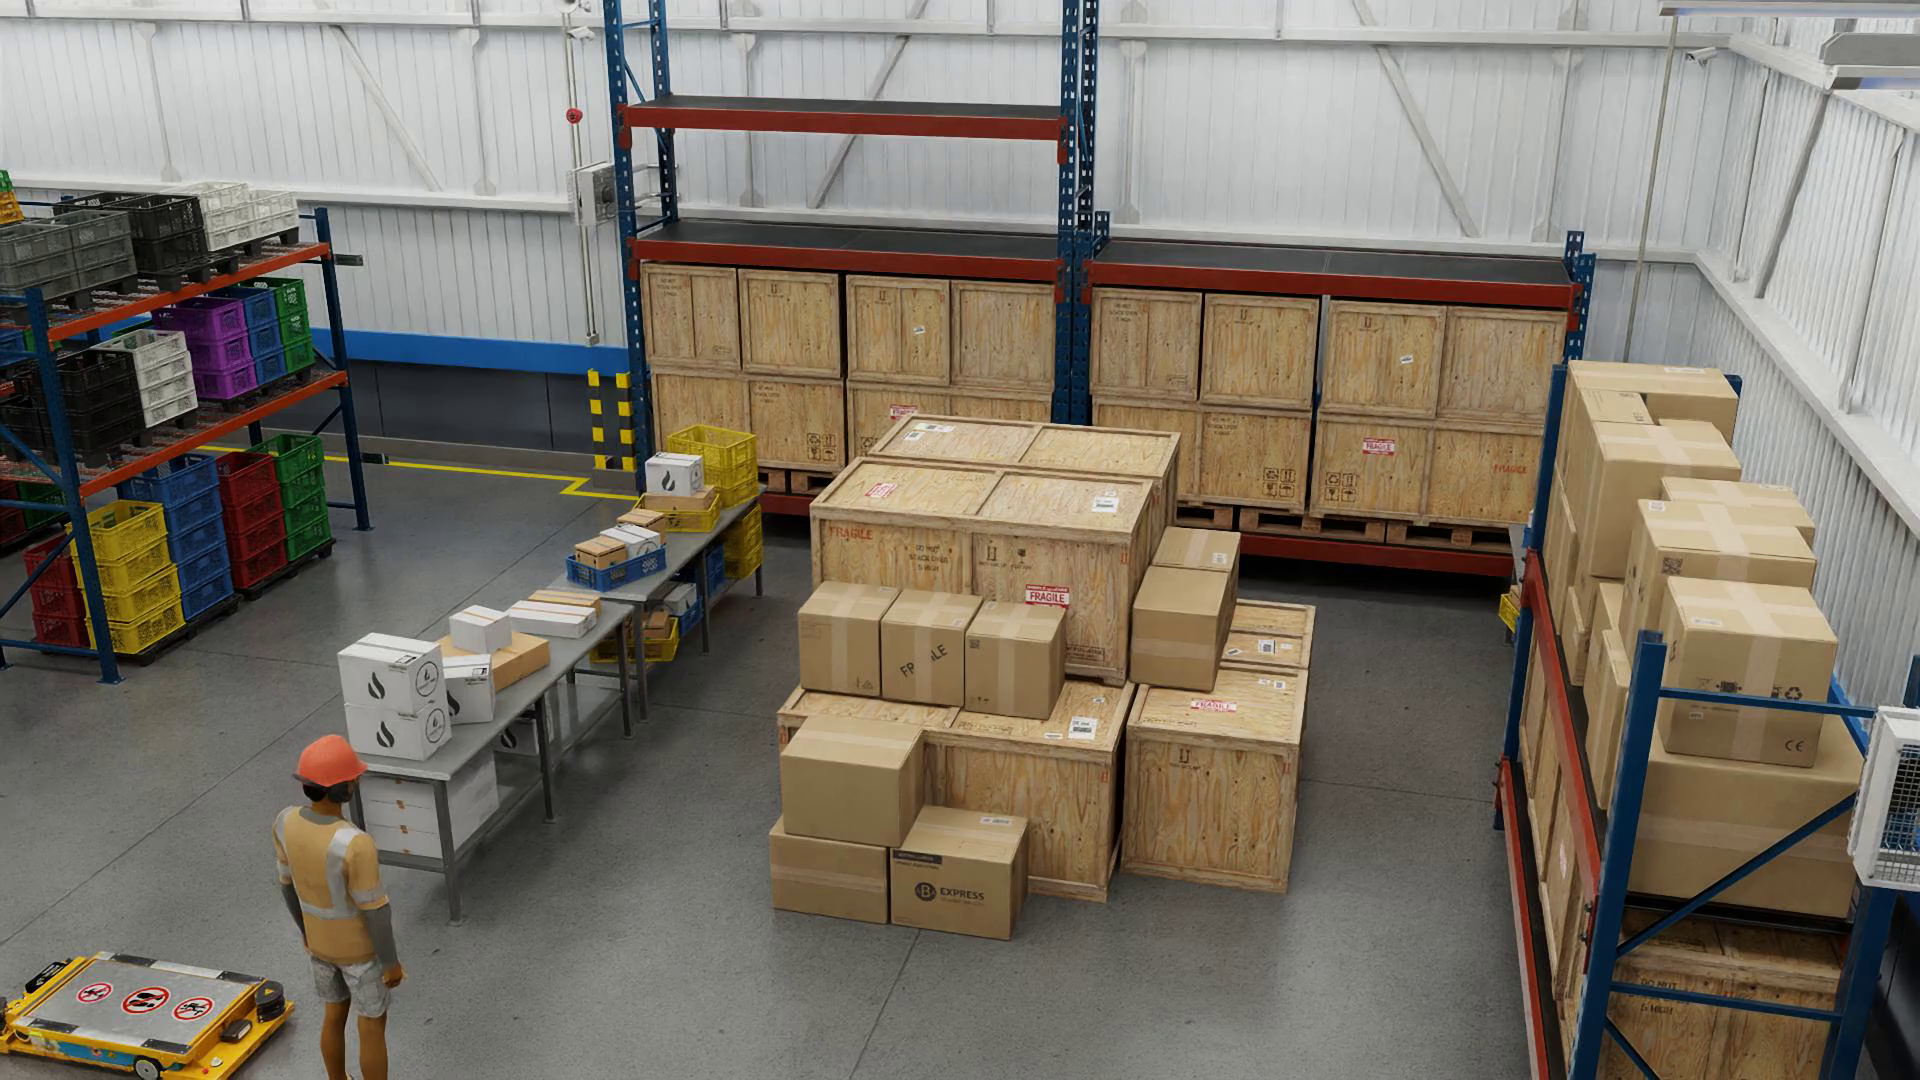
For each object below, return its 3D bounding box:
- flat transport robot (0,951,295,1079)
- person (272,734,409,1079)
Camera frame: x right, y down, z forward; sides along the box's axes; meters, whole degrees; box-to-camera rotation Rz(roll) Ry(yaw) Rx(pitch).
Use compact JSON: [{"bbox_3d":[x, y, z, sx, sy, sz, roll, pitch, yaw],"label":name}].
[{"bbox_3d":[-4.270,2.464,8.601,1.431,0.231,0.659,5,22,13],"label":"flat transport robot"},{"bbox_3d":[-2.833,1.842,7.749,0.614,2.039,0.388,11,24,27],"label":"person"}]
